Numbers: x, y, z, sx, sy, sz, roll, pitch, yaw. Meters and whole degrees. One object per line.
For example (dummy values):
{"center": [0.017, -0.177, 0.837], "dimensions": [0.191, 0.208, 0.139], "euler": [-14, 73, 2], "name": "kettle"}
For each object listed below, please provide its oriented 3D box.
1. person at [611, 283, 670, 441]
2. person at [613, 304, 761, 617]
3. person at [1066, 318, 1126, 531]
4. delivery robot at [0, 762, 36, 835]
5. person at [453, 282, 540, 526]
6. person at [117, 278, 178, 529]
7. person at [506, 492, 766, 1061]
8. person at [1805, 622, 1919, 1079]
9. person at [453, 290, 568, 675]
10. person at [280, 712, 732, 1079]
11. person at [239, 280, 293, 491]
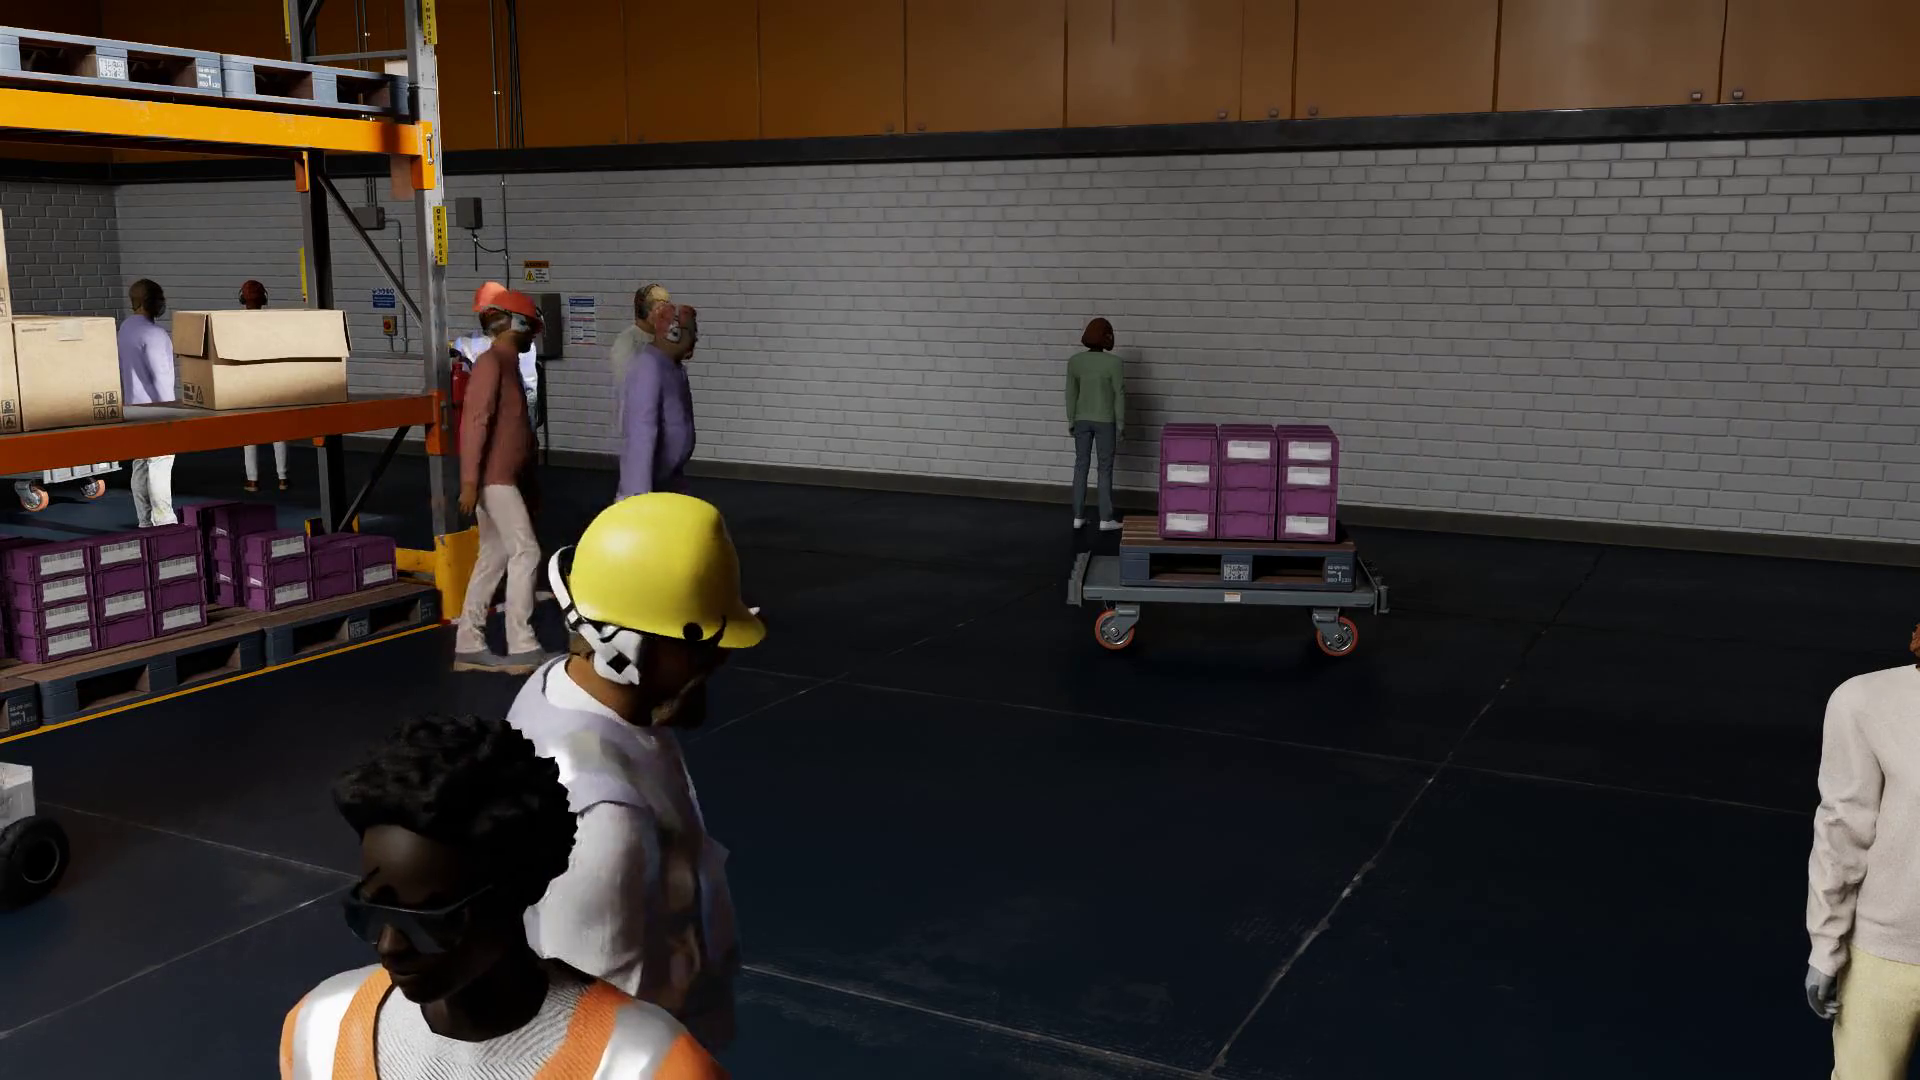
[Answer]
{"center": [-1.966, -0.655, 10.579], "dimensions": [0.373, 1.935, 0.628], "euler": [3, 10, 15], "name": "person"}
{"center": [-1.608, -0.352, 9.093], "dimensions": [0.992, 1.844, 0.740], "euler": [1, 10, 4], "name": "person"}
{"center": [1.050, -0.890, 12.804], "dimensions": [0.507, 1.632, 0.268], "euler": [7, 12, 33], "name": "person"}
{"center": [-3.326, 0.901, 5.282], "dimensions": [0.477, 0.478, 0.707], "euler": [3, 10, 19], "name": "delivery robot"}
{"center": [-3.098, -0.754, 11.154], "dimensions": [0.546, 1.934, 0.376], "euler": [-3, 10, -16], "name": "person"}
{"center": [-5.958, -0.953, 12.289], "dimensions": [0.631, 1.939, 0.372], "euler": [8, 13, 40], "name": "person"}
{"center": [-0.559, 0.808, 2.524], "dimensions": [0.569, 1.792, 0.633], "euler": [-2, 10, -12], "name": "person"}
{"center": [1.839, 0.792, 3.092], "dimensions": [0.496, 1.629, 0.277], "euler": [4, 10, 20], "name": "person"}
{"center": [-2.295, -0.290, 8.452], "dimensions": [0.677, 1.932, 0.689], "euler": [-2, 10, -11], "name": "person"}
{"center": [-0.474, 0.992, 1.761], "dimensions": [0.533, 1.687, 0.320], "euler": [3, 10, 19], "name": "person"}
{"center": [-6.269, -1.376, 14.894], "dimensions": [0.583, 1.882, 0.338], "euler": [-5, 11, -27], "name": "person"}
